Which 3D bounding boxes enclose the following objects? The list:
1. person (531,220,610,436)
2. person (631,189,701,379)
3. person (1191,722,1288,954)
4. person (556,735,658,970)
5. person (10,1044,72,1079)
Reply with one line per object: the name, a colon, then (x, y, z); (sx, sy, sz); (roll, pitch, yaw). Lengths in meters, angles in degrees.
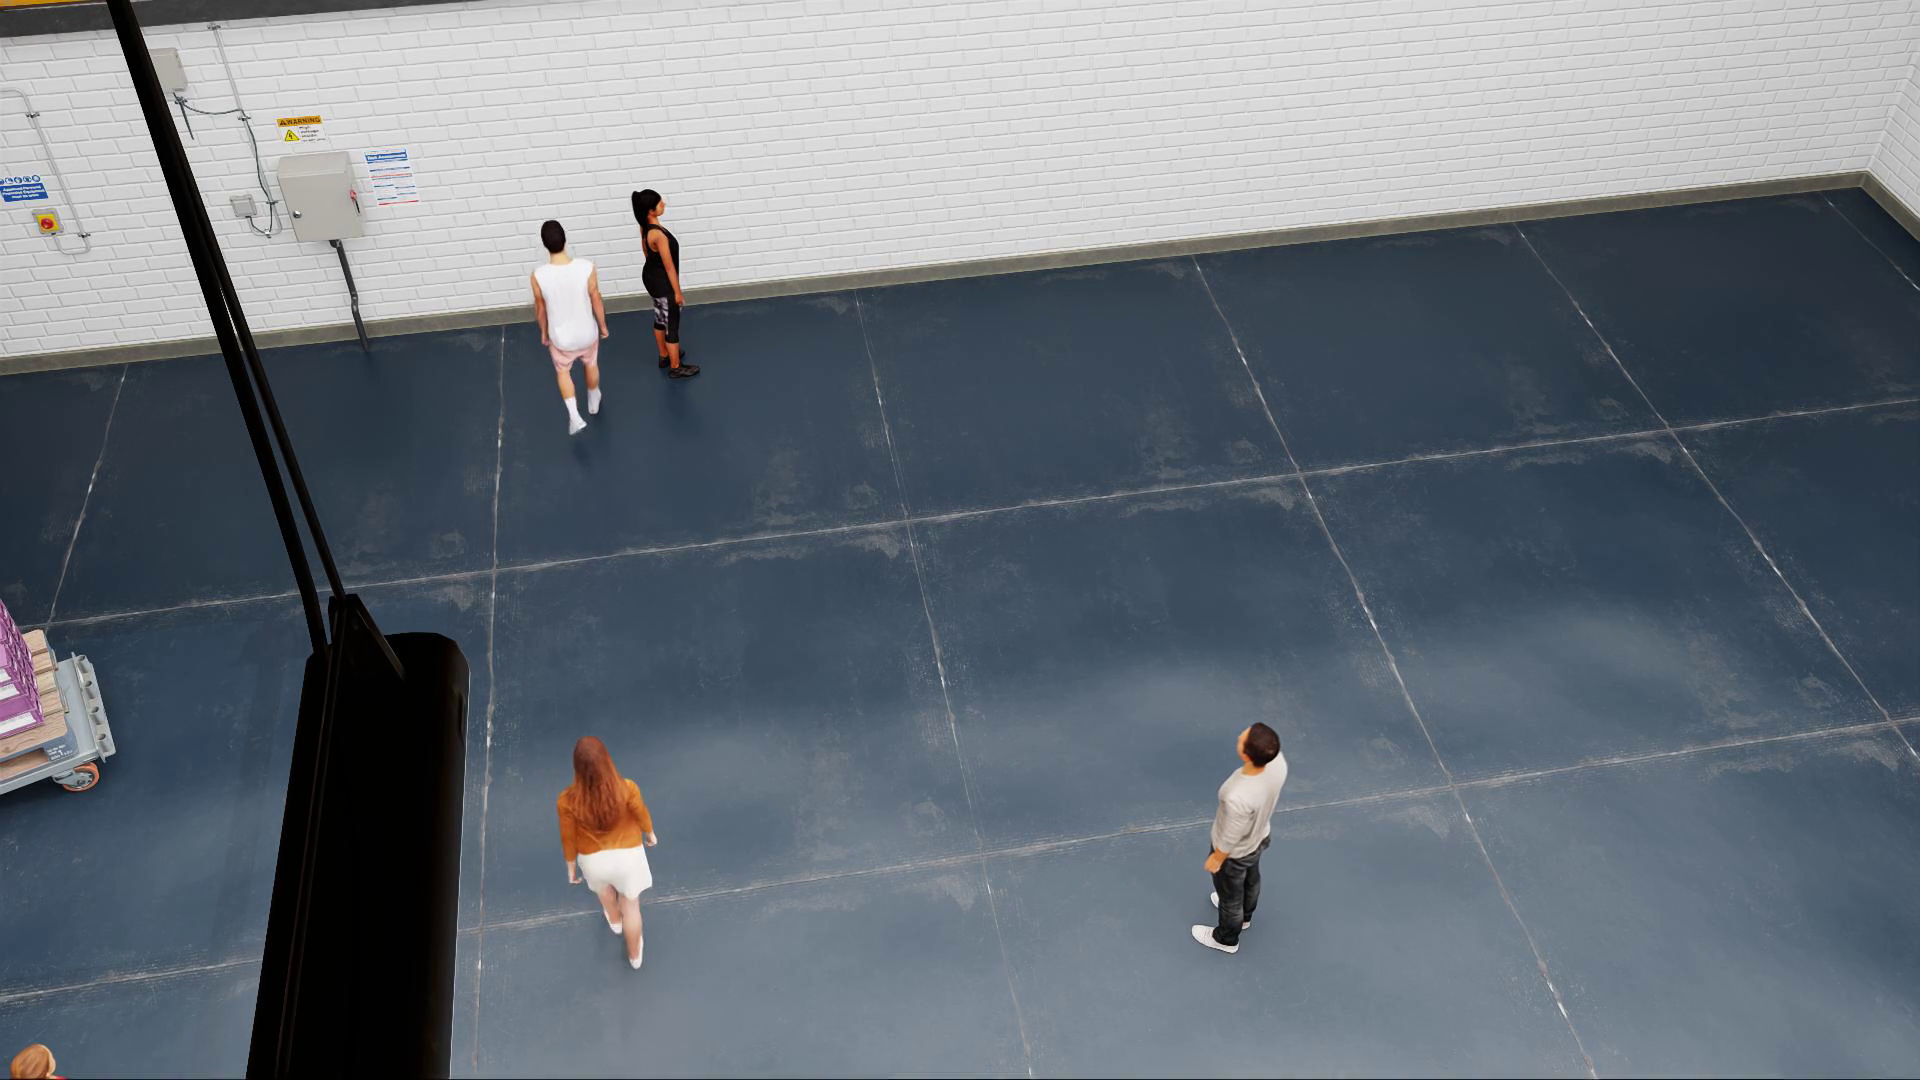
person: (-2.878, -1.531, 12.333); (0.699, 1.772, 0.963); (-10, 45, -11)
person: (-2.316, -2.003, 12.910); (0.707, 1.659, 0.570); (-23, 48, -22)
person: (1.538, 1.610, 9.006); (0.779, 1.811, 0.730); (28, 50, 26)
person: (-1.872, 1.753, 8.935); (0.622, 1.703, 0.691); (-6, 44, -7)
person: (-4.296, 2.843, 8.076); (0.535, 1.310, 0.552); (3, 44, 3)
